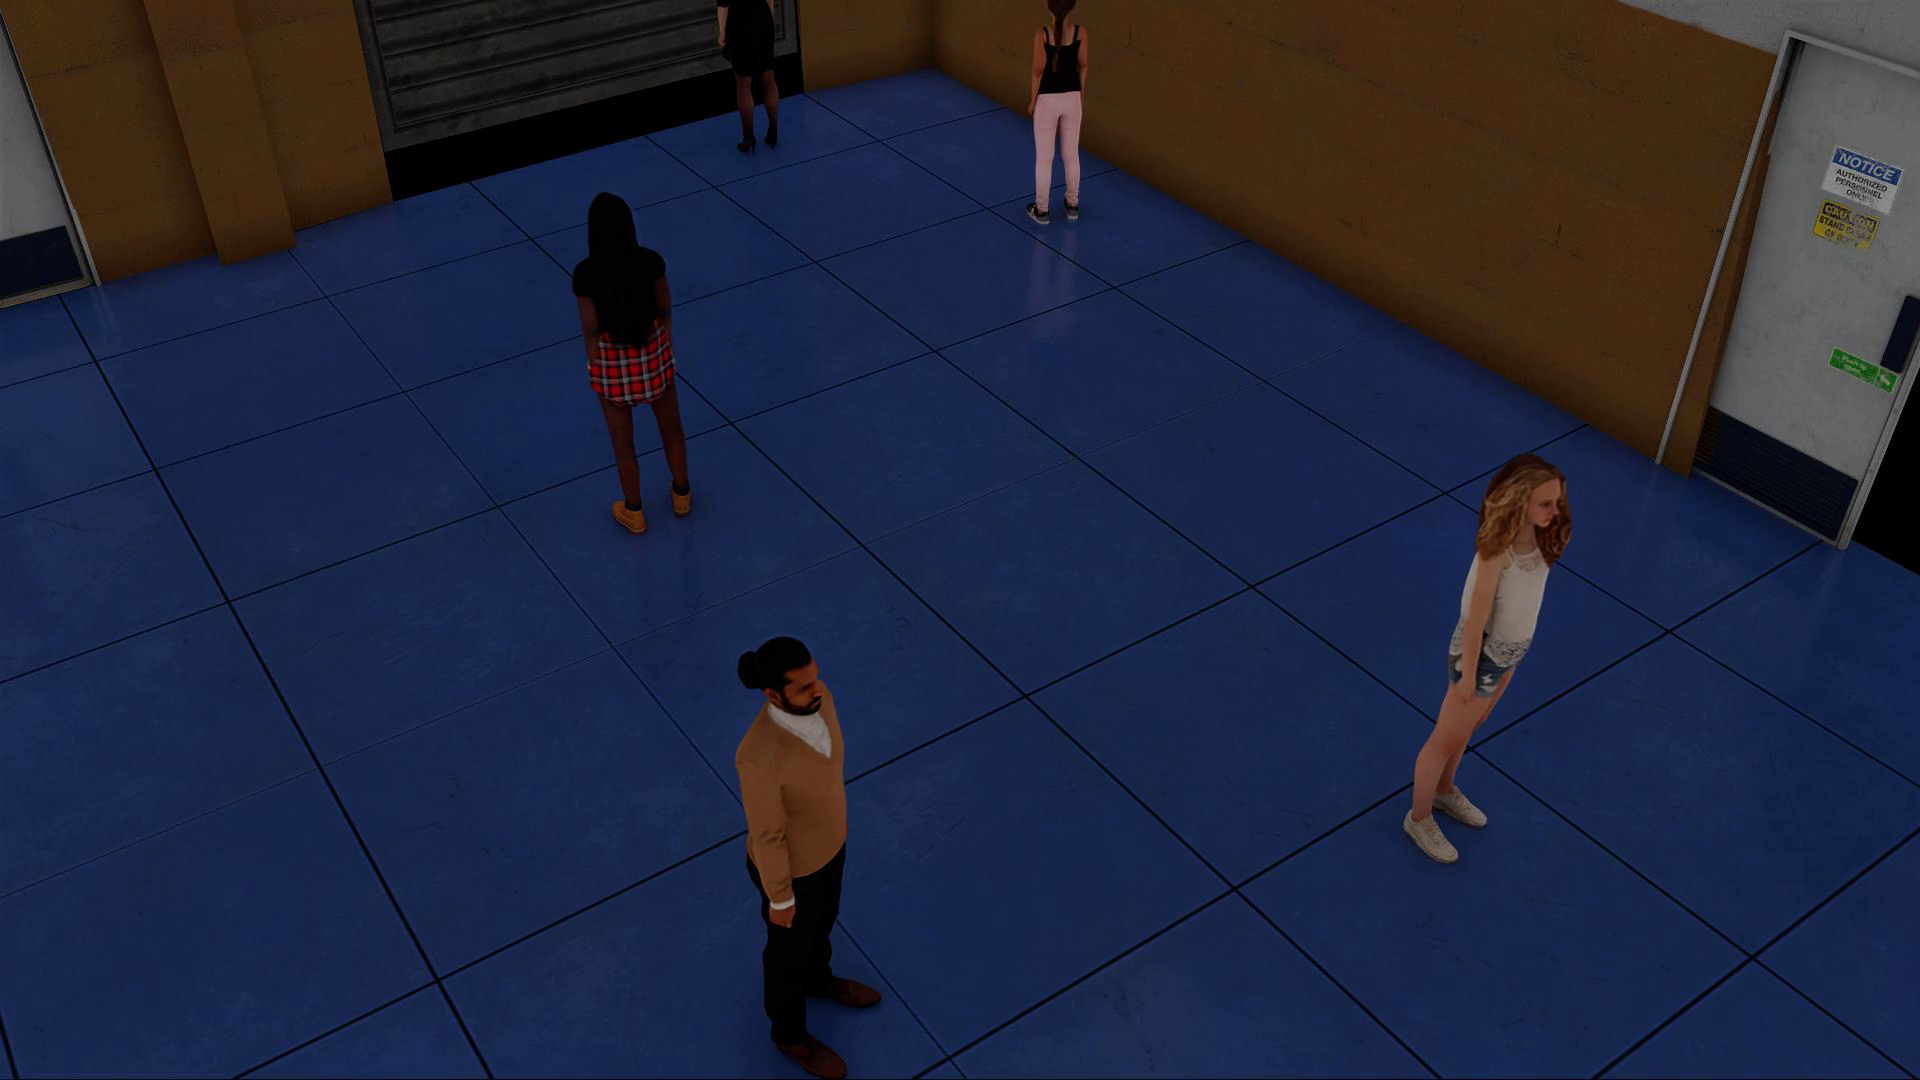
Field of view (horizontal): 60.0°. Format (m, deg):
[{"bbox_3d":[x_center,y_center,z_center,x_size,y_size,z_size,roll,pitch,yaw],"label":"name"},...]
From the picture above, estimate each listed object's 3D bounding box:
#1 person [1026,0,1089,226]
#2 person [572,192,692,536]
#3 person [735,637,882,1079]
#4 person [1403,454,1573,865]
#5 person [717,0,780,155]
[{"bbox_3d":[0.623,-2.761,10.522,0.549,1.565,0.653,-9,38,-11],"label":"person"},{"bbox_3d":[-1.537,-0.819,7.799,0.556,1.727,0.690,-19,41,-23],"label":"person"},{"bbox_3d":[-0.515,1.000,5.353,0.817,1.755,0.727,11,38,15],"label":"person"},{"bbox_3d":[1.916,0.424,6.117,0.658,1.759,0.495,31,46,34],"label":"person"},{"bbox_3d":[-1.438,-3.475,11.342,0.434,1.706,0.653,-21,42,-25],"label":"person"}]
